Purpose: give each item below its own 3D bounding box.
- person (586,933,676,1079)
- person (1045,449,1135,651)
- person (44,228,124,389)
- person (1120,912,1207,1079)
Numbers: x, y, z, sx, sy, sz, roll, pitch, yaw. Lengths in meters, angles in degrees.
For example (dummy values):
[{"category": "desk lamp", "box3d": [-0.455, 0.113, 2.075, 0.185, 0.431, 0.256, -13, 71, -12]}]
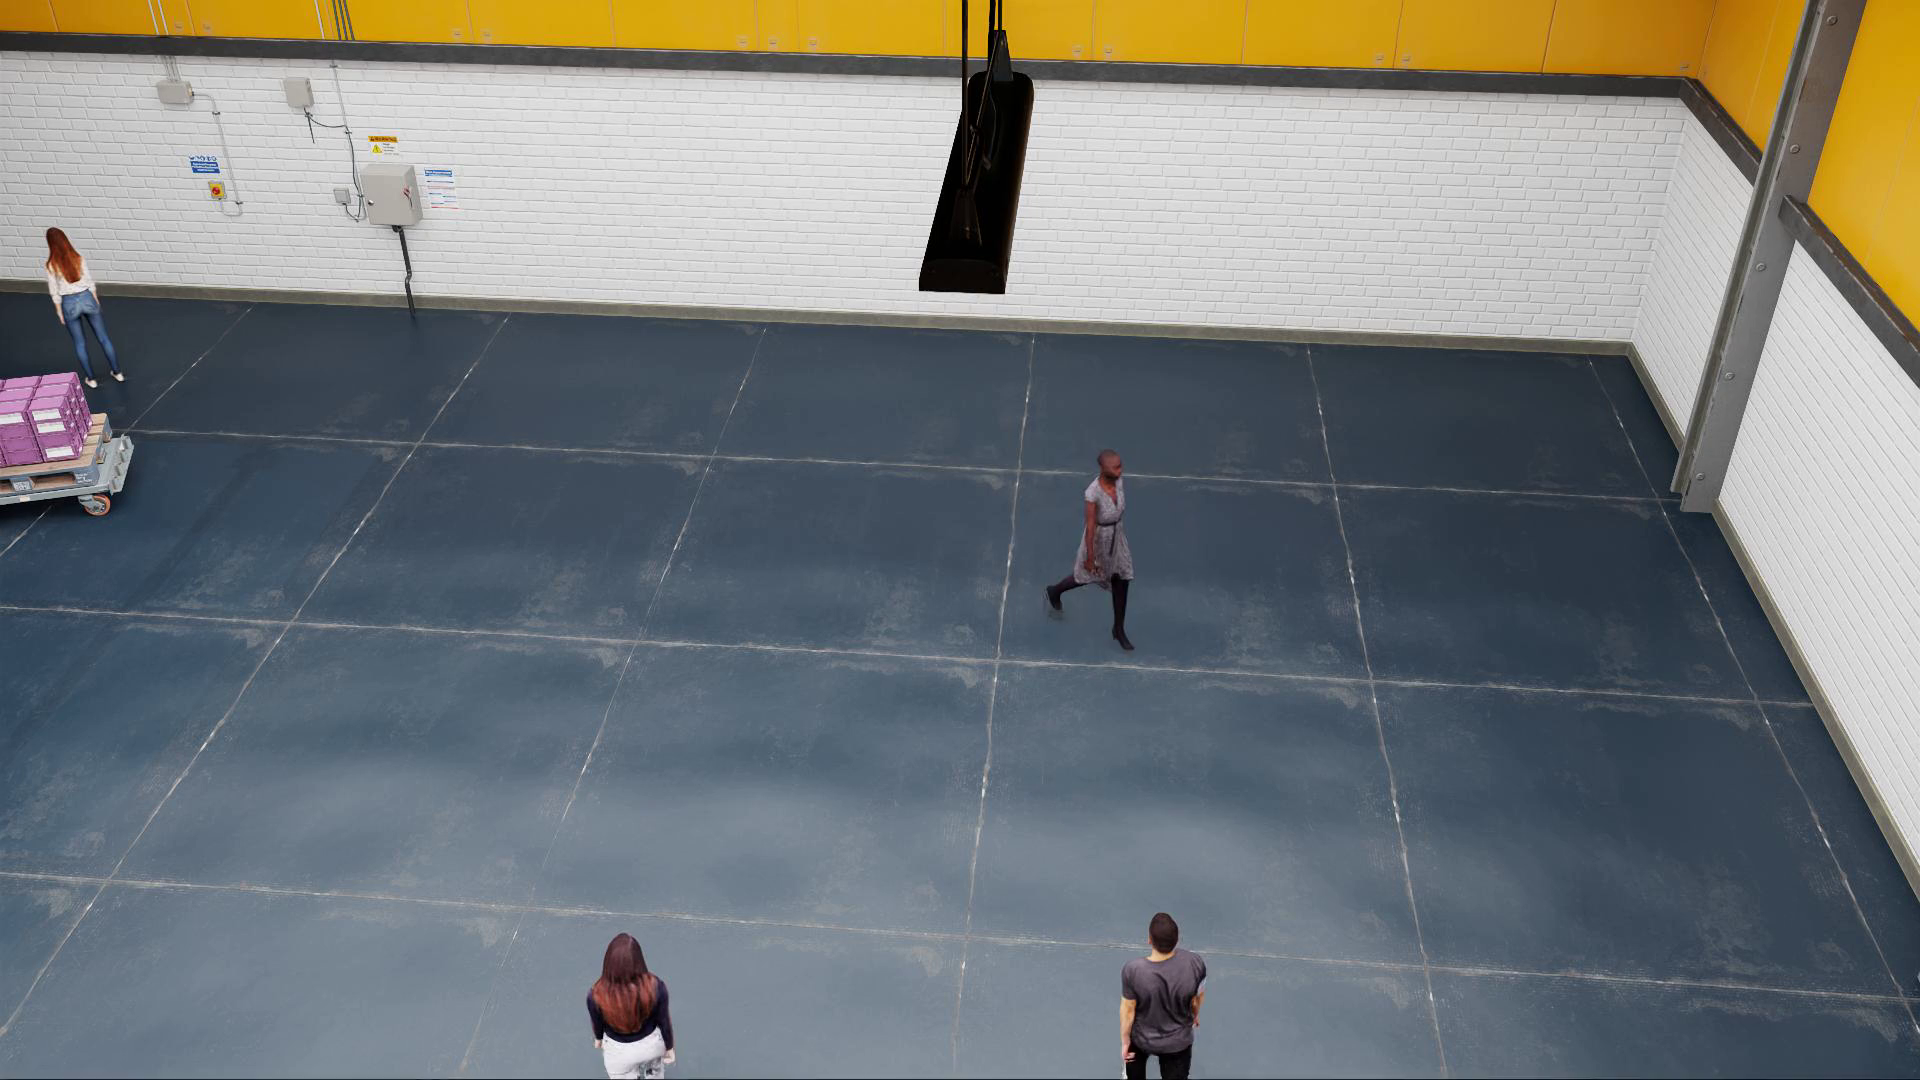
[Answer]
[{"category": "person", "box3d": [-1.810, 2.875, 9.263, 0.847, 1.575, 1.117, -9, 35, -13]}, {"category": "person", "box3d": [1.066, 0.041, 13.363, 1.124, 1.757, 1.151, 27, 42, 34]}, {"category": "person", "box3d": [-9.020, -2.387, 17.043, 0.640, 1.726, 0.687, -22, 40, -30]}, {"category": "person", "box3d": [1.129, 2.810, 9.223, 0.685, 1.729, 1.153, 1, 34, 1]}]
